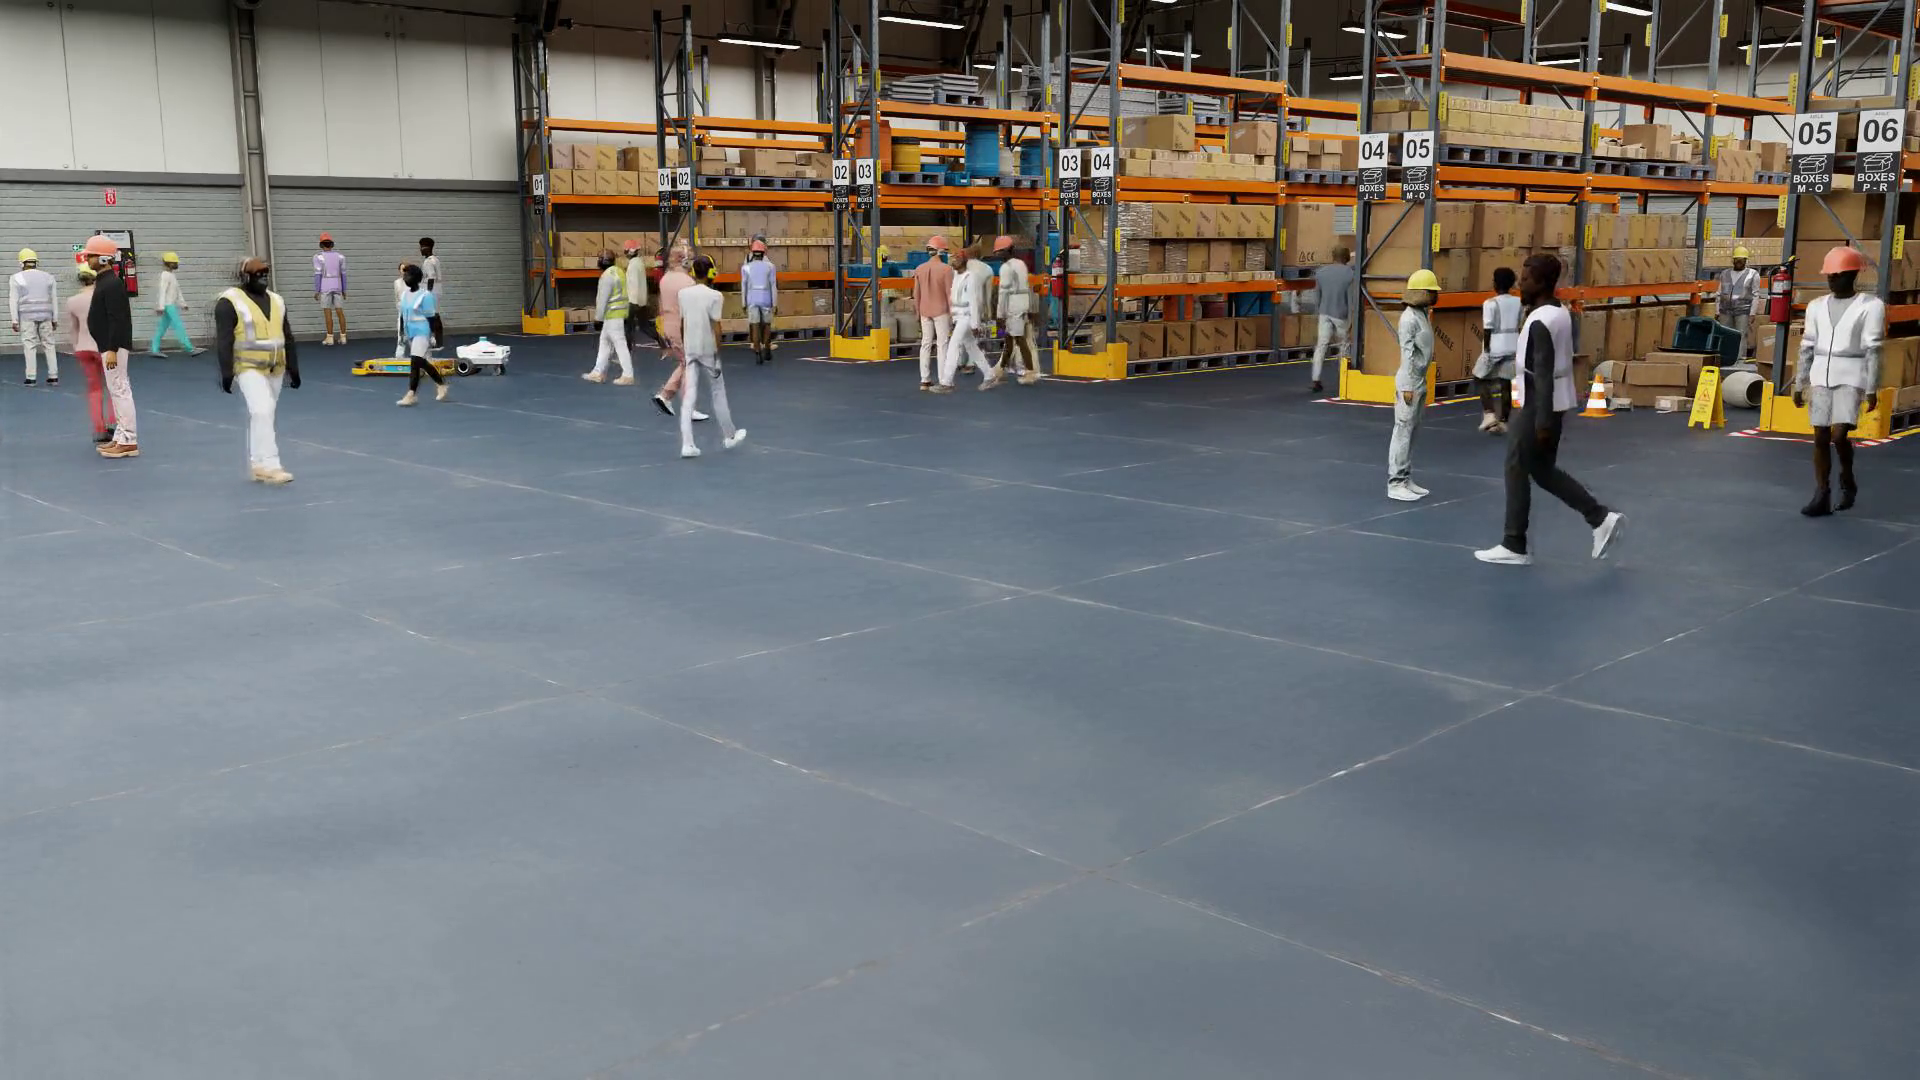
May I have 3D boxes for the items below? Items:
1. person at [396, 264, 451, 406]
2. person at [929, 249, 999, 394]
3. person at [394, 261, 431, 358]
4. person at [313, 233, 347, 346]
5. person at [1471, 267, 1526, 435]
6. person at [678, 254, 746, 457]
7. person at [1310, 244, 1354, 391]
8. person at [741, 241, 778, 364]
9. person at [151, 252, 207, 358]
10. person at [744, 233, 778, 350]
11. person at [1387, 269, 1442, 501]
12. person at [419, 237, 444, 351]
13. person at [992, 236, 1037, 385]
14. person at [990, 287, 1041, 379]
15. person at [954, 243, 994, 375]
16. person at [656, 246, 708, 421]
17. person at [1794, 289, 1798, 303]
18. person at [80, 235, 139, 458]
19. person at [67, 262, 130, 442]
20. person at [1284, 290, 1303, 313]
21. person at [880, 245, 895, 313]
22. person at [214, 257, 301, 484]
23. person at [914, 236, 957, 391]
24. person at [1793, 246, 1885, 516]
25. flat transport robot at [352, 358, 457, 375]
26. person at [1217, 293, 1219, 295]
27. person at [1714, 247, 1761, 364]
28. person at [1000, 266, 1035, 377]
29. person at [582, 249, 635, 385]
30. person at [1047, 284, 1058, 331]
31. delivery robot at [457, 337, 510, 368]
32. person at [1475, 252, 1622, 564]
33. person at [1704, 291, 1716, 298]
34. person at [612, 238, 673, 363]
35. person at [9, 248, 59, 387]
[{"bbox_3d":[-6.424,-2.455,19.848,0.536,1.664,0.825,7,13,35],"label":"person"},{"bbox_3d":[0.086,-2.815,21.352,0.984,1.842,0.587,-3,11,-16],"label":"person"},{"bbox_3d":[-8.674,-3.596,26.262,0.516,1.595,0.891,2,11,10],"label":"person"},{"bbox_3d":[-11.560,-4.599,30.506,0.388,2.039,0.613,9,14,41],"label":"person"},{"bbox_3d":[5.438,-1.899,16.765,0.539,1.684,0.376,-3,11,-17],"label":"person"},{"bbox_3d":[-2.348,-1.701,15.317,0.546,1.811,0.961,4,11,20],"label":"person"},{"bbox_3d":[4.875,-2.884,21.610,0.647,1.892,1.047,7,13,35],"label":"person"},{"bbox_3d":[-3.166,-3.770,26.352,0.575,1.900,0.902,-1,10,-3],"label":"person"},{"bbox_3d":[-12.887,-3.840,27.246,0.894,1.716,0.534,-3,11,-16],"label":"person"},{"bbox_3d":[-3.497,-4.382,29.438,0.538,2.000,0.683,-8,13,-37],"label":"person"},{"bbox_3d":[3.485,-1.187,12.710,0.320,1.742,0.492,6,12,28],"label":"person"},{"bbox_3d":[-9.251,-4.303,29.094,0.361,1.962,0.618,-1,10,-5],"label":"person"},{"bbox_3d":[0.636,-3.089,22.431,0.979,1.979,0.673,5,12,27],"label":"person"},{"bbox_3d":[0.775,-3.036,23.205,0.869,1.580,0.527,6,12,28],"label":"person"},{"bbox_3d":[0.133,-3.358,24.191,0.709,1.882,0.879,-1,10,-4],"label":"person"},{"bbox_3d":[-2.994,-2.232,18.006,0.464,1.888,0.664,-7,13,-35],"label":"person"},{"bbox_3d":[15.969,-4.789,32.027,0.951,1.860,0.669,-6,12,-30],"label":"person"},{"bbox_3d":[-7.747,-1.765,15.171,0.374,1.997,0.608,-6,12,-30],"label":"person"},{"bbox_3d":[-8.357,-1.820,16.139,0.541,1.739,0.428,1,10,7],"label":"person"},{"bbox_3d":[6.894,-5.236,34.249,0.487,1.934,0.660,-2,11,-10],"label":"person"},{"bbox_3d":[-1.406,-4.648,31.375,0.471,1.819,0.610,-6,12,-30],"label":"person"},{"bbox_3d":[-5.553,-1.356,13.415,0.756,1.819,0.654,5,11,25],"label":"person"},{"bbox_3d":[-0.307,-2.945,21.619,0.614,1.990,0.392,7,12,33],"label":"person"},{"bbox_3d":[6.234,-1.120,11.861,0.404,1.920,0.574,-7,12,-33],"label":"person"},{"bbox_3d":[-7.987,-2.518,24.105,1.431,0.197,0.652,2,11,9],"label":"flat transport robot"},{"bbox_3d":[6.507,-6.646,42.606,0.318,1.697,0.534,9,13,39],"label":"person"},{"bbox_3d":[11.231,-3.320,24.098,0.404,1.830,0.601,-10,14,-43],"label":"person"},{"bbox_3d":[0.820,-3.176,23.980,0.533,1.588,0.866,-7,12,-33],"label":"person"},{"bbox_3d":[-4.788,-2.995,22.375,0.867,1.806,0.654,1,10,4],"label":"person"},{"bbox_3d":[1.982,-5.353,35.218,0.580,1.830,0.578,-7,13,-35],"label":"person"},{"bbox_3d":[-6.873,-2.691,24.016,0.707,0.478,0.477,0,10,2],"label":"delivery robot"},{"bbox_3d":[3.605,-0.785,10.082,0.746,1.903,0.582,7,12,32],"label":"person"},{"bbox_3d":[15.283,-5.000,33.795,0.501,1.636,0.277,-10,14,-44],"label":"person"},{"bbox_3d":[-5.041,-3.791,26.340,0.903,1.967,0.631,1,10,3],"label":"person"},{"bbox_3d":[-12.395,-2.978,22.267,0.403,1.824,0.596,8,13,38],"label":"person"}]
